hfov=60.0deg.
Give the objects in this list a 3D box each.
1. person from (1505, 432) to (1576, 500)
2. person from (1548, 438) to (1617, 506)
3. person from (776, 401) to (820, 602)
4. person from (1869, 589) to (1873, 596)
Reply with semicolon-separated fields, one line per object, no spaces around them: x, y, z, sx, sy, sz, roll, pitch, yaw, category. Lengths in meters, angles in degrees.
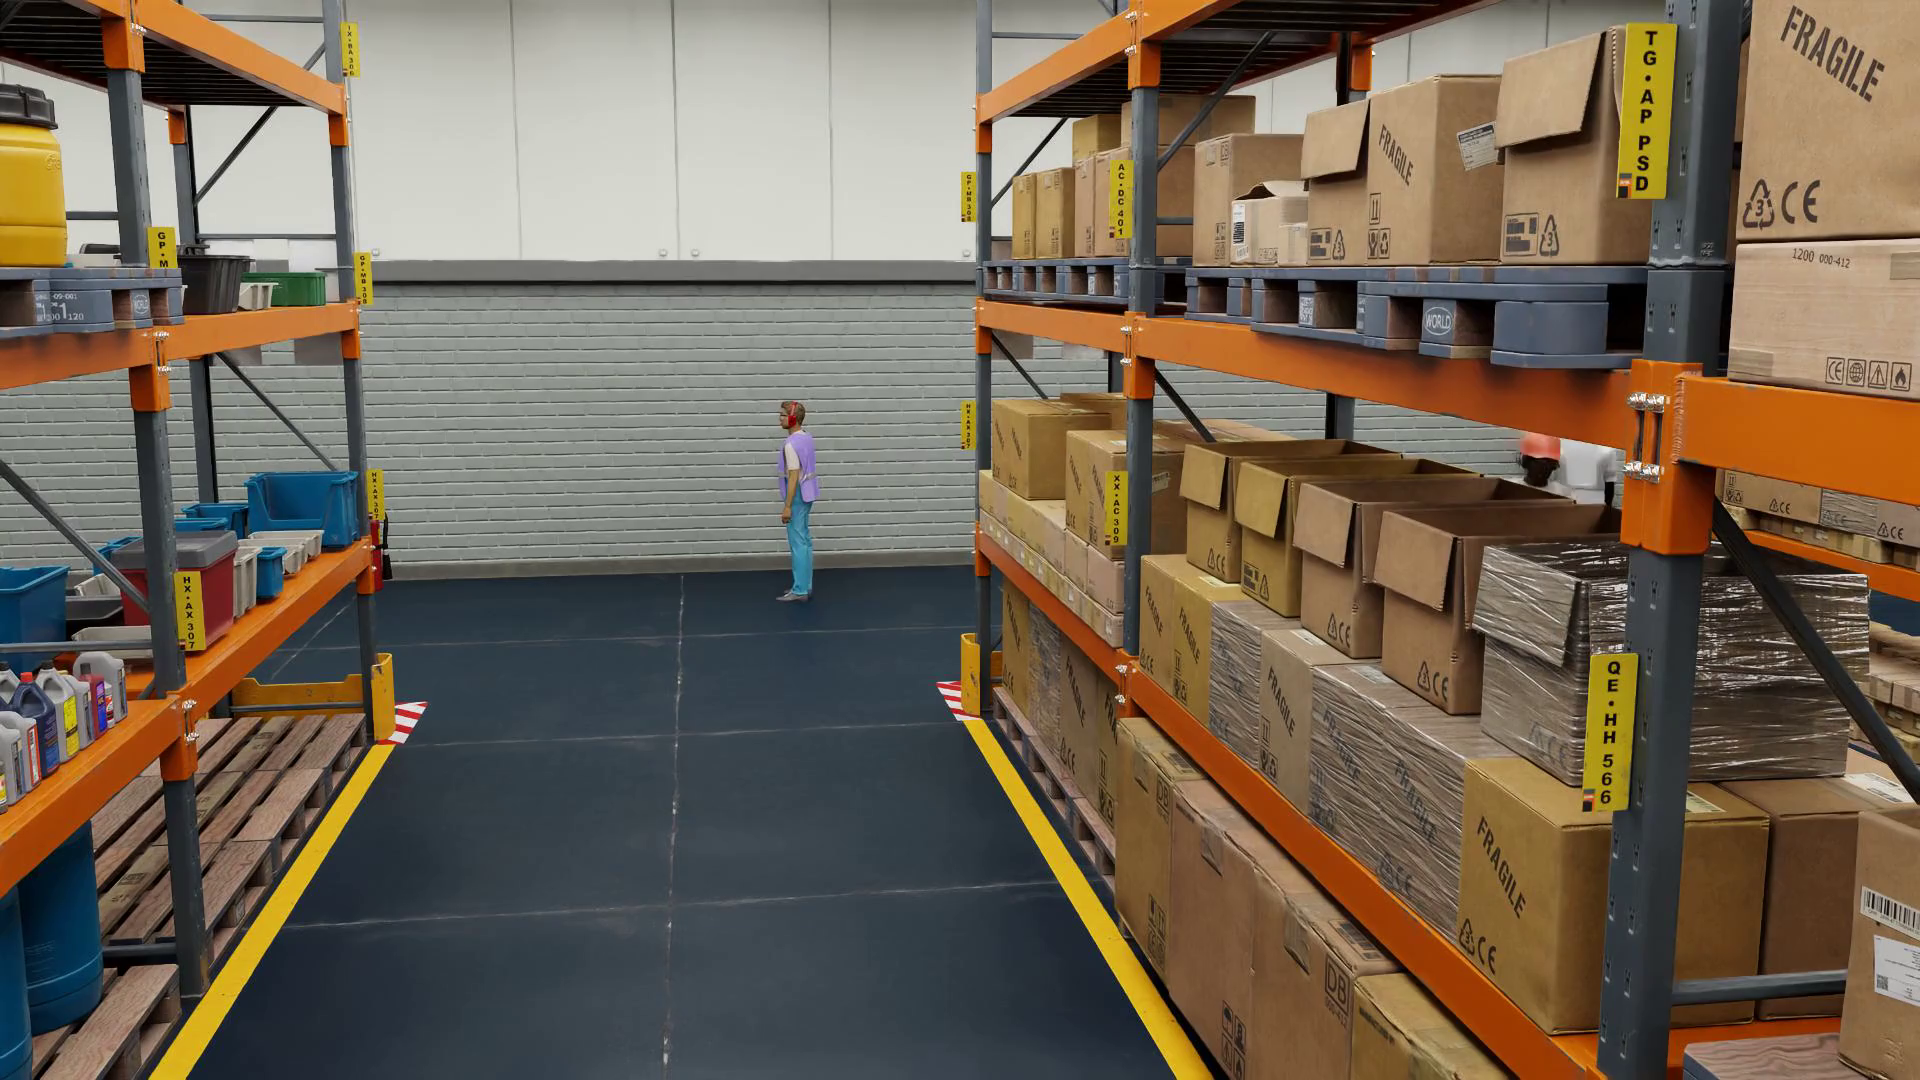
3.769;0.238;11.138;0.627;2.020;0.897;0;9;-1;person
5.277;-0.237;14.257;0.634;1.939;0.436;2;9;13;person
-1.490;-0.353;15.264;0.389;1.847;0.564;1;9;8;person
6.208;0.236;11.608;0.512;1.860;0.331;-4;10;-25;person
